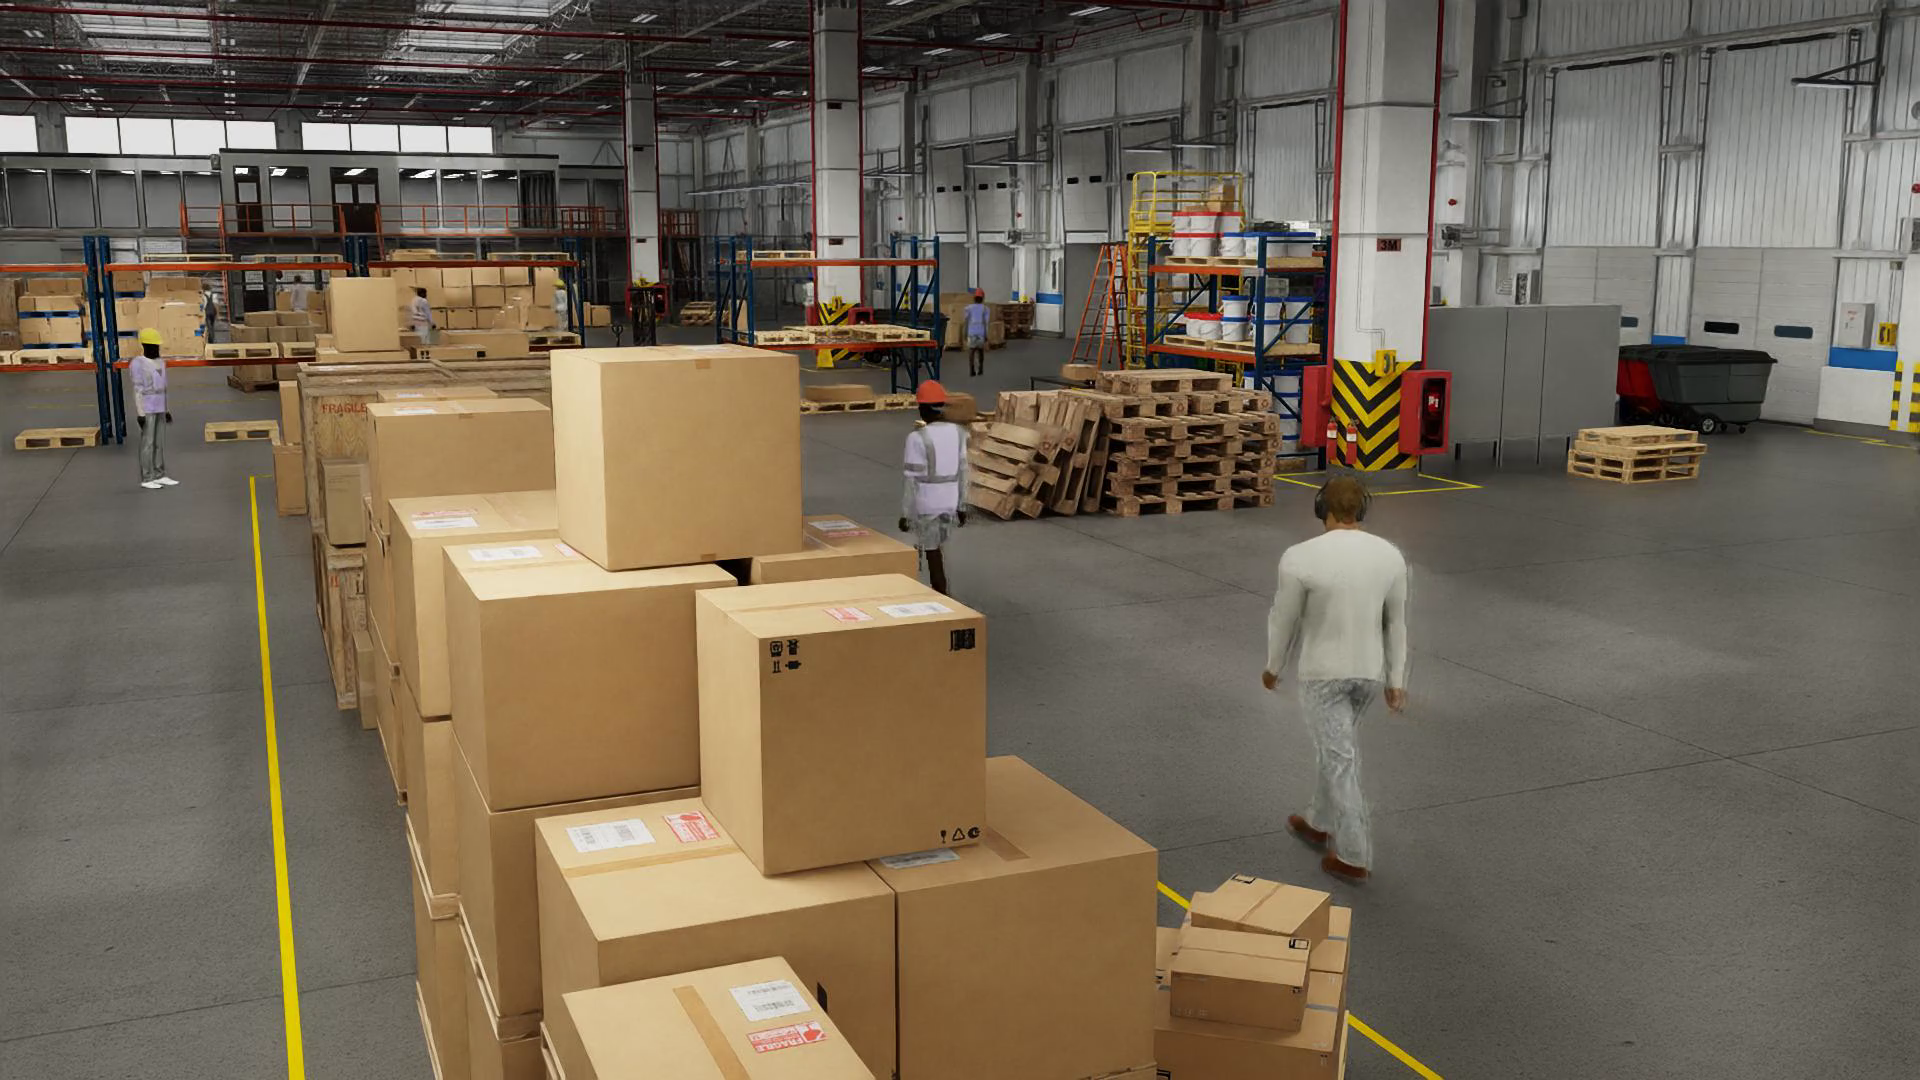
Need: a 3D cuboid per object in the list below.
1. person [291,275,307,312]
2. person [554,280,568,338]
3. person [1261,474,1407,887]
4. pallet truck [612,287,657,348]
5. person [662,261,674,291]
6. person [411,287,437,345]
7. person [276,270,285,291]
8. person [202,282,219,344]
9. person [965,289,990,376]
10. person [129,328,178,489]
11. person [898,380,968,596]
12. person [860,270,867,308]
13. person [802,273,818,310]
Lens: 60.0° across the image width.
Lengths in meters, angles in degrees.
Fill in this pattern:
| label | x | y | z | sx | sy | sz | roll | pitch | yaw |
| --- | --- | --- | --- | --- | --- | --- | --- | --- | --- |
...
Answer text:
| label | x | y | z | sx | sy | sz | roll | pitch | yaw |
| --- | --- | --- | --- | --- | --- | --- | --- | --- | --- |
| person | -19.711 | -6.965 | 49.724 | 0.684 | 1.920 | 0.644 | 3 | 11 | 14 |
| person | -12.046 | -7.009 | 50.474 | 0.512 | 1.724 | 0.483 | 4 | 11 | 20 |
| person | 1.734 | 0.627 | 7.923 | 0.617 | 1.894 | 0.881 | -4 | 11 | -22 |
| pallet truck | -6.464 | -4.406 | 35.401 | 0.823 | 1.965 | 1.885 | 6 | 12 | 32 |
| person | -13.038 | -11.419 | 74.094 | 0.612 | 1.986 | 0.407 | 0 | 10 | -3 |
| person | -13.037 | -5.256 | 40.633 | 0.915 | 1.802 | 0.636 | -9 | 14 | -42 |
| person | -23.890 | -8.529 | 58.445 | 0.355 | 1.882 | 0.575 | -3 | 11 | -14 |
| person | -20.741 | -6.222 | 45.972 | 0.929 | 1.809 | 0.516 | 10 | 14 | 44 |
| person | 0.369 | -4.535 | 36.379 | 0.557 | 1.911 | 0.858 | 1 | 10 | 5 |
| person | -9.714 | -1.584 | 20.047 | 0.382 | 1.924 | 0.594 | 1 | 10 | 7 |
| person | -0.267 | -0.276 | 12.846 | 0.570 | 1.919 | 0.649 | -9 | 14 | -42 |
| person | -3.698 | -9.064 | 61.361 | 0.600 | 1.896 | 0.638 | -4 | 11 | -20 |
| person | -4.596 | -7.459 | 52.421 | 0.643 | 1.917 | 0.830 | 2 | 11 | 12 |
